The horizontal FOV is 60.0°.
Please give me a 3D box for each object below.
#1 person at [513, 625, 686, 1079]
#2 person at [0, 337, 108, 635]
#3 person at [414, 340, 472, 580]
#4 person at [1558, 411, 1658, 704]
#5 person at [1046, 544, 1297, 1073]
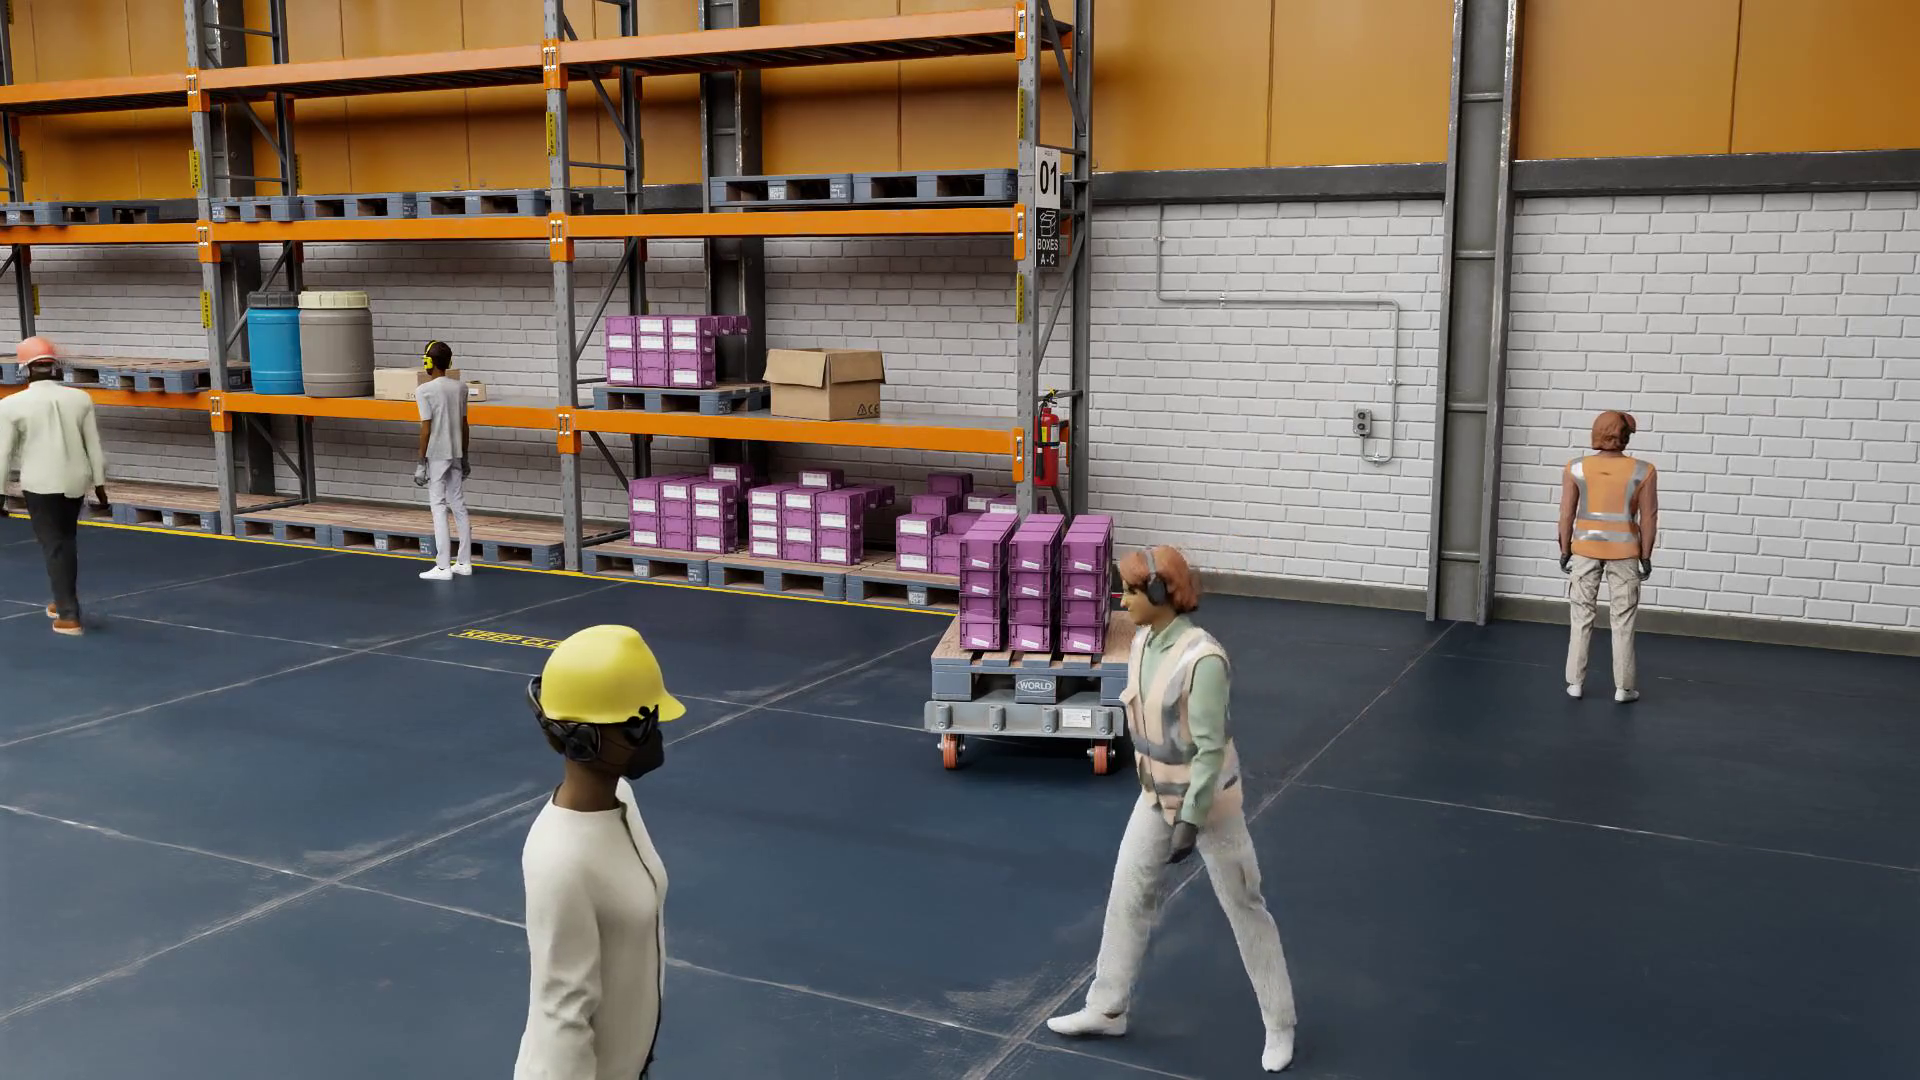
[{"bbox_3d":[-0.666,1.027,3.159,0.330,1.767,0.528,0,9,-1],"label":"person"},{"bbox_3d":[-6.143,-0.369,11.134,0.836,1.964,0.654,7,11,36],"label":"person"},{"bbox_3d":[-4.054,-0.623,13.018,0.321,1.871,0.532,5,11,29],"label":"person"},{"bbox_3d":[3.604,0.098,9.291,0.514,1.636,0.315,5,10,29],"label":"person"},{"bbox_3d":[0.704,0.806,5.056,0.706,1.595,0.550,-4,10,-24],"label":"person"}]
